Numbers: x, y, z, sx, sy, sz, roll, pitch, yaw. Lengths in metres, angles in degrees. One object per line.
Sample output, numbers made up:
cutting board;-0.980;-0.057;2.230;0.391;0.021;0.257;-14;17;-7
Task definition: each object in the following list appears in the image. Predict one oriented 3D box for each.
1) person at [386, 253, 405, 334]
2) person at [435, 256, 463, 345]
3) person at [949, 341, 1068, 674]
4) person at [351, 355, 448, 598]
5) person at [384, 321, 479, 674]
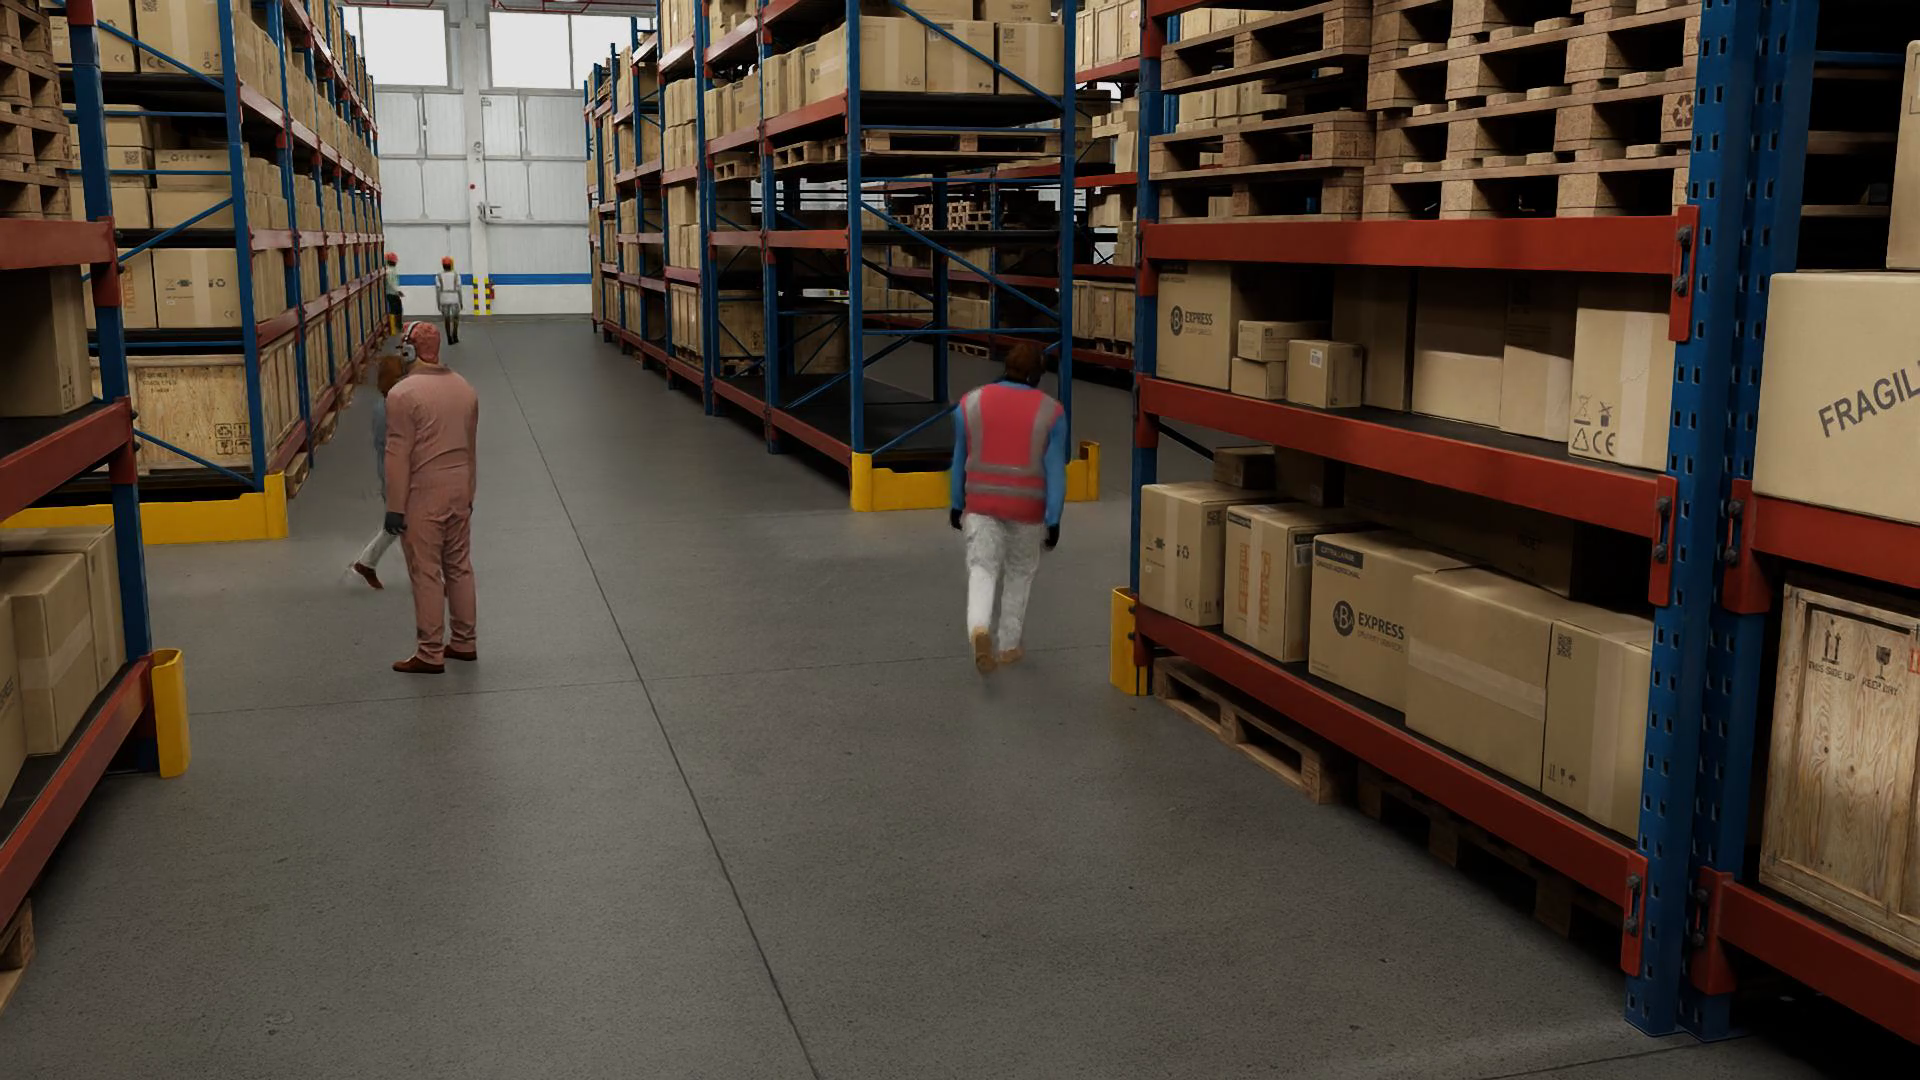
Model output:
person;-13.691;-5.975;40.389;0.547;1.955;0.623;1;10;5
person;-11.174;-5.232;36.367;0.569;1.924;0.496;-3;11;-16
person;0.246;-0.159;8.907;0.664;1.801;0.714;2;11;11
person;-3.678;-0.419;10.906;0.810;1.600;0.504;1;10;8
person;-2.888;-0.232;9.043;0.400;1.902;0.641;4;11;21
